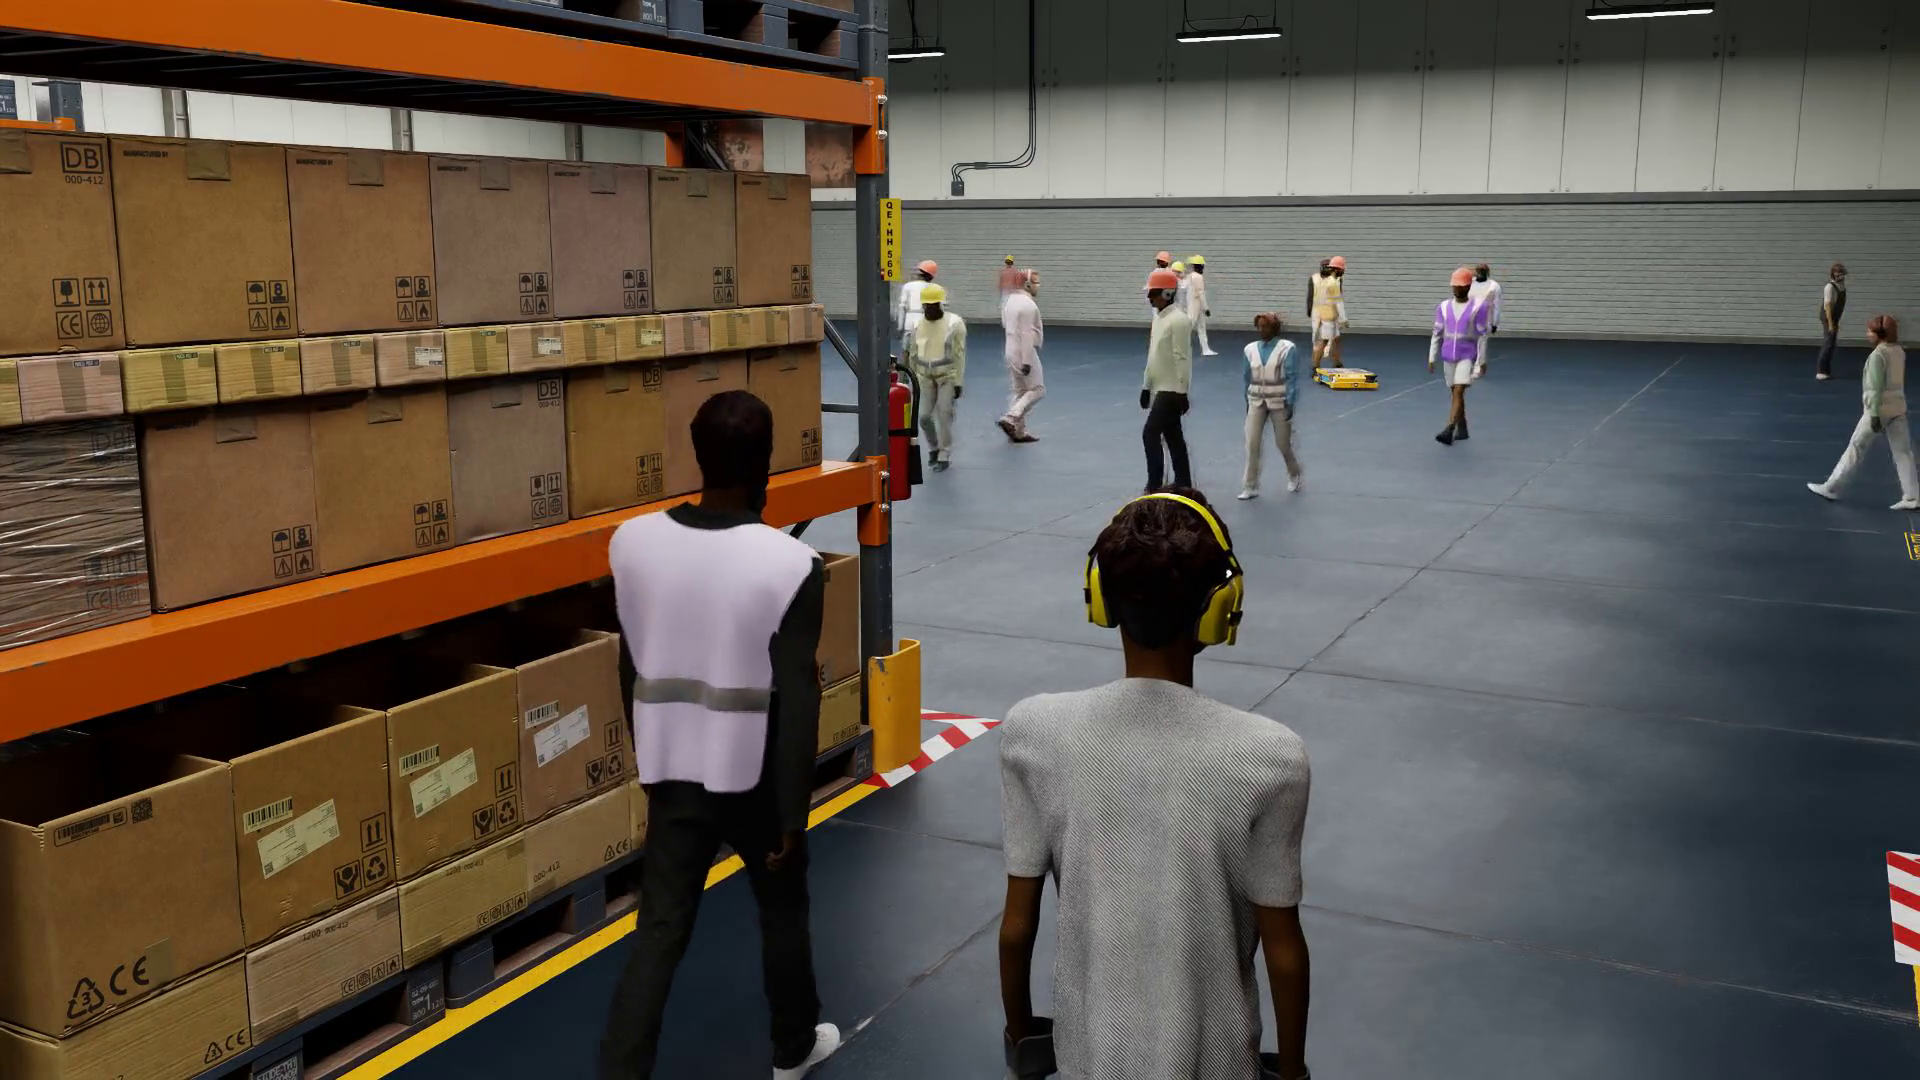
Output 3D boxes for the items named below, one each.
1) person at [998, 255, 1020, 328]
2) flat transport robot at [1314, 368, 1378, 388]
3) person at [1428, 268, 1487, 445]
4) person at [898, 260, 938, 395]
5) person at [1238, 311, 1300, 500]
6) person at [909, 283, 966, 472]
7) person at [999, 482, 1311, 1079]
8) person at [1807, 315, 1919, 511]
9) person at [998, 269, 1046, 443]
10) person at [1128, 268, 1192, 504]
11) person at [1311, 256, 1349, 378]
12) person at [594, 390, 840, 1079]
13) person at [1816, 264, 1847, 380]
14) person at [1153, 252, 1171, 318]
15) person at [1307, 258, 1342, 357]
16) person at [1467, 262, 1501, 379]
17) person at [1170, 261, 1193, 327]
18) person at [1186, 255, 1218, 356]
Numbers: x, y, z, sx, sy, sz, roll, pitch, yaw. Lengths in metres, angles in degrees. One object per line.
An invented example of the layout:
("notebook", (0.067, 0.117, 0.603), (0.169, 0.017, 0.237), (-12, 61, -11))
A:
("person", (1.192, -6.007, 40.253), (0.525, 1.769, 0.316), (2, 11, 12))
("flat transport robot", (5.741, -2.419, 24.765), (0.652, 0.197, 1.431), (0, 10, 1))
("person", (5.377, -1.986, 18.003), (0.568, 1.883, 0.985), (8, 13, 37))
("person", (-0.558, -3.001, 23.521), (0.583, 1.889, 0.496), (3, 11, 14))
("person", (2.688, -1.170, 14.296), (0.519, 1.611, 0.762), (7, 12, 33))
("person", (-0.225, -1.532, 15.761), (0.599, 1.802, 0.464), (4, 11, 22))
("person", (0.304, 0.841, 2.623), (0.518, 1.873, 0.328), (4, 11, 20))
("person", (7.531, -1.046, 13.683), (0.517, 1.583, 0.904), (-7, 12, -32))
("person", (0.677, -1.963, 17.870), (0.465, 1.888, 0.648), (-4, 11, -20))
("person", (1.634, -1.250, 13.758), (0.749, 1.963, 0.649), (-2, 11, -8))
("person", (5.935, -3.490, 26.146), (0.850, 1.898, 0.543), (0, 10, 1))
("person", (-0.617, 0.574, 4.072), (0.600, 1.882, 0.950), (4, 11, 19))
("person", (13.640, -3.399, 25.954), (0.708, 1.812, 0.357), (-10, 14, -44))
("person", (3.829, -4.532, 31.767), (0.382, 1.927, 0.542), (1, 10, 7))
("person", (6.763, -4.313, 30.894), (0.631, 1.822, 0.725), (2, 11, 8))
("person", (8.153, -3.448, 26.127), (0.638, 1.830, 0.609), (7, 12, 32))
("person", (3.639, -3.793, 28.077), (0.605, 1.833, 0.632), (6, 12, 30))
("person", (4.320, -4.332, 30.818), (0.984, 1.883, 0.588), (-1, 10, -7))
